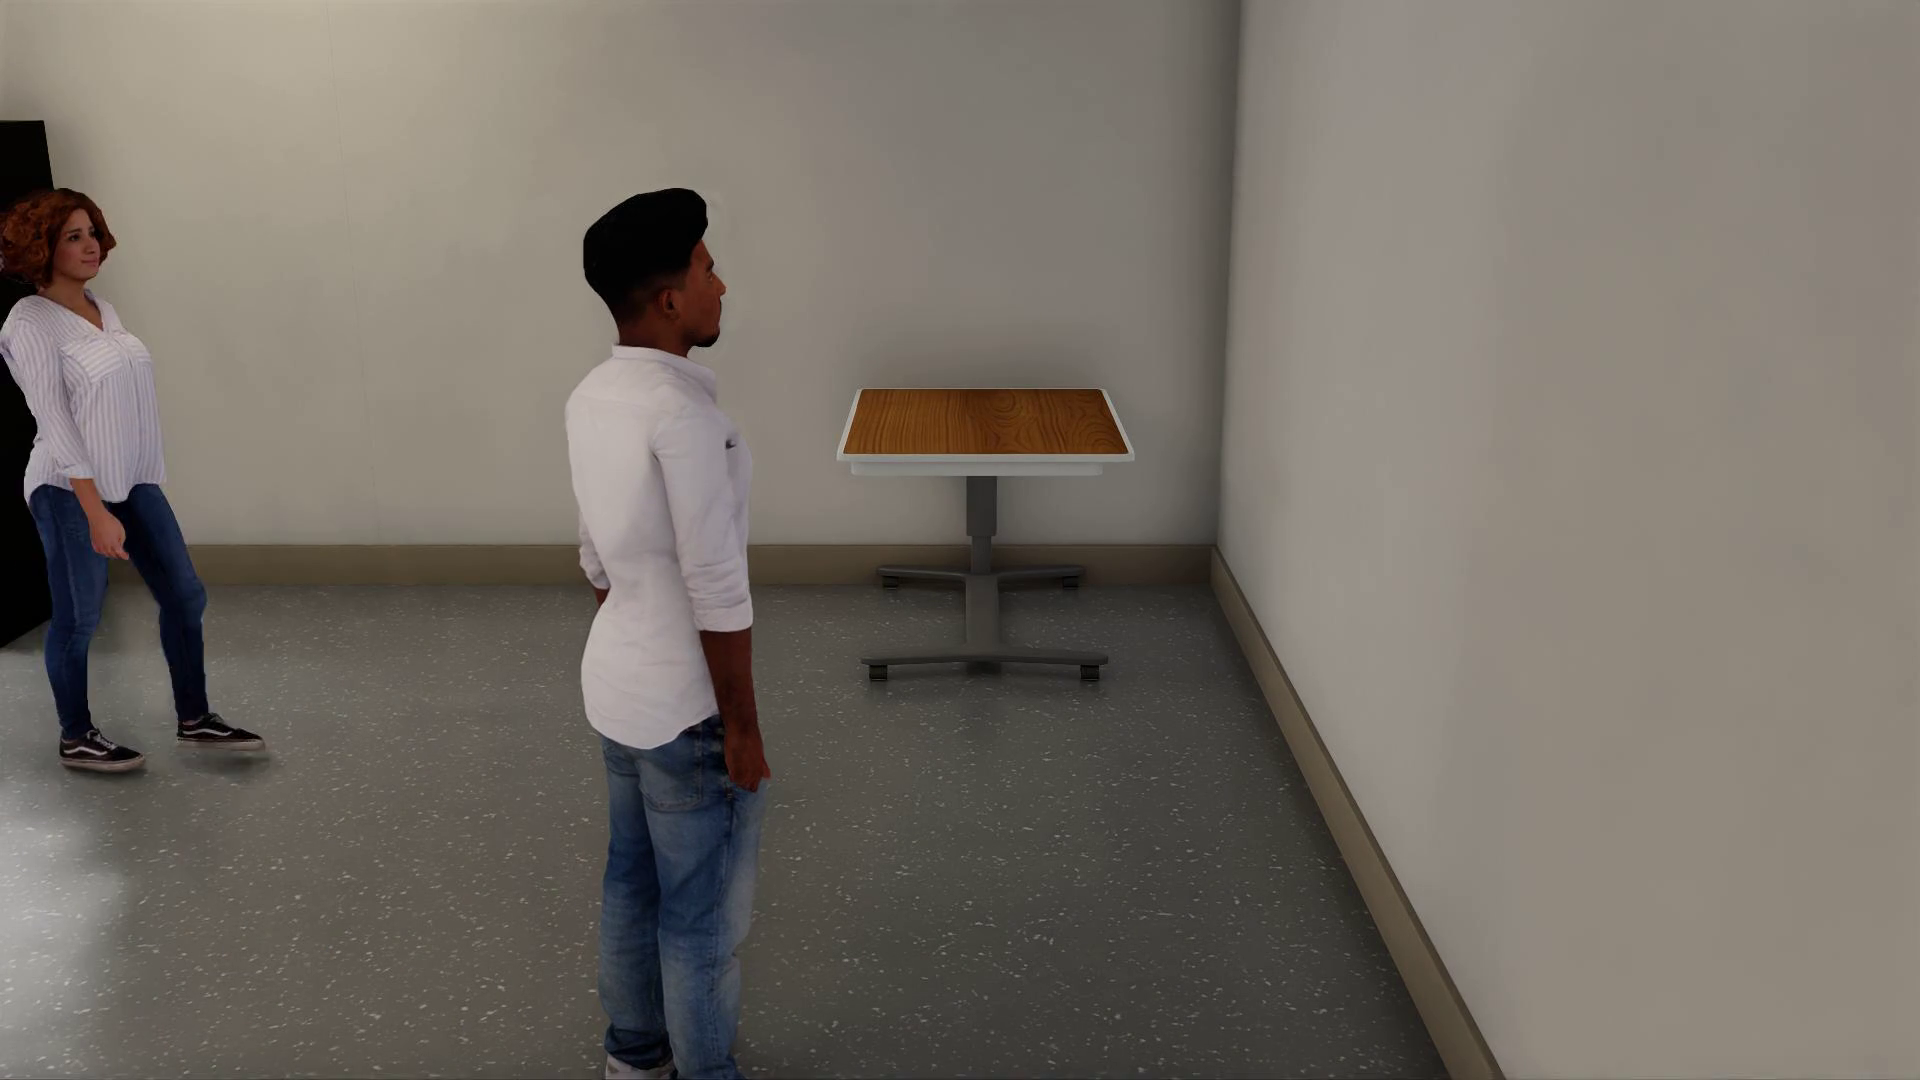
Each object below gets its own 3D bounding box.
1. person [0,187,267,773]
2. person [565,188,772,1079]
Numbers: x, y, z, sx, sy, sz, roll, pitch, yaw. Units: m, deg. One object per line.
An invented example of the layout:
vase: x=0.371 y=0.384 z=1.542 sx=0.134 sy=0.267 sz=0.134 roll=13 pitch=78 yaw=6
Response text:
person: x=-2.573 y=-0.139 z=4.776 sx=0.875 sy=1.689 sz=0.745 roll=4 pitch=16 yaw=14
person: x=-0.549 y=0.261 z=3.121 sx=0.772 sy=1.816 sz=0.741 roll=-11 pitch=19 yaw=-34
